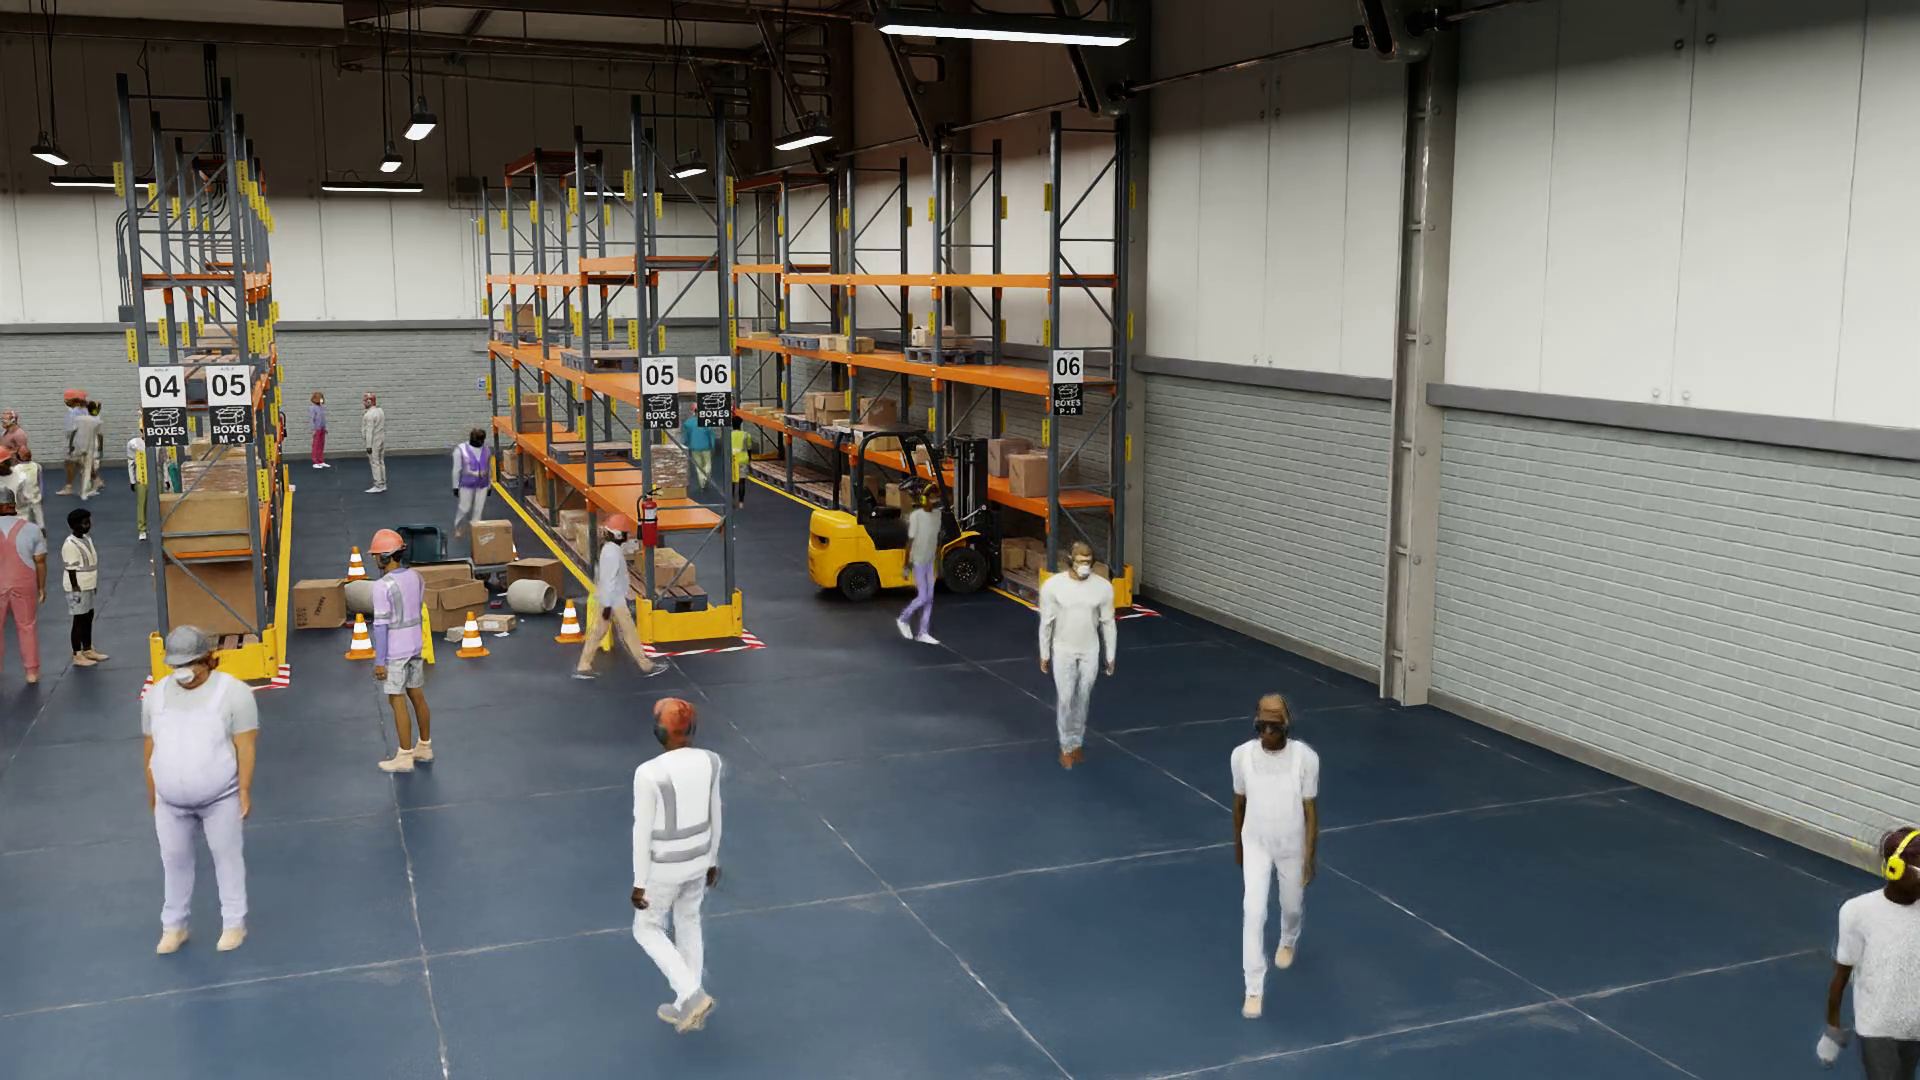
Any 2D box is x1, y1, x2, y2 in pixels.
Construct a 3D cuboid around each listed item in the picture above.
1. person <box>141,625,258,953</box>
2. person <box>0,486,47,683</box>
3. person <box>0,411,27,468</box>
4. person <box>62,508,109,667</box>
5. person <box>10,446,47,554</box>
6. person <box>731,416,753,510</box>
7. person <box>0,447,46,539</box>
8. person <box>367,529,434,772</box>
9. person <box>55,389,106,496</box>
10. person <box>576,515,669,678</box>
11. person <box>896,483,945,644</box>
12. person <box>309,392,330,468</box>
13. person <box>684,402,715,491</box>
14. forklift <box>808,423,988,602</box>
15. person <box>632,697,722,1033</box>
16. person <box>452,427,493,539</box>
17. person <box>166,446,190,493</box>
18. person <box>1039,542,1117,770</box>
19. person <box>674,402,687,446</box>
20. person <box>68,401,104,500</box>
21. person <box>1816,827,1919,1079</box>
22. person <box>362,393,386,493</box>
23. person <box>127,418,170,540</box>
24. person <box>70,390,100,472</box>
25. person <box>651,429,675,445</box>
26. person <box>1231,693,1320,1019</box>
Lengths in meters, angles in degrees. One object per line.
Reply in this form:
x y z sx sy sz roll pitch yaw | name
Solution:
-4.664 1.506 10.169 0.695 2.000 0.537 -1 9 -4 | person
-9.627 0.448 16.825 0.687 2.000 0.536 -6 11 -34 | person
-15.629 -1.177 27.459 0.647 1.913 0.409 8 12 41 | person
-9.302 0.500 17.611 0.319 1.690 0.540 -1 9 -8 | person
-13.712 -0.567 24.468 0.315 1.641 0.515 4 10 22 | person
-3.954 -1.384 29.552 0.544 1.659 0.848 -1 9 -6 | person
-11.893 -0.181 20.880 0.770 2.001 0.776 -3 9 -16 | person
-4.717 0.918 13.913 0.419 2.034 0.605 2 9 14 | person
-16.671 -1.857 31.414 0.846 2.020 0.643 -5 10 -28 | person
-3.521 0.585 17.047 0.935 1.695 0.565 -4 10 -22 | person
-0.417 0.264 18.643 0.493 1.843 0.518 7 12 39 | person
-13.798 -2.365 35.809 0.265 1.631 0.508 2 9 12 | person
-4.979 -1.779 31.891 0.587 1.713 0.407 0 9 3 | person
-0.830 -0.399 21.676 2.313 2.155 1.214 -4 10 -21 | forklift
-1.525 1.773 9.012 0.469 1.871 0.614 7 12 39 | person
-7.547 -0.842 25.724 0.665 1.806 0.566 -8 12 -41 | person
-13.499 -1.294 28.659 0.533 1.765 0.326 4 10 26 | person
1.005 0.968 13.925 0.652 1.916 0.692 -1 9 -9 | person
-6.384 -2.746 37.627 0.403 1.828 0.596 1 9 8 | person
-16.167 -1.670 30.879 0.605 1.816 0.721 0 9 0 | person
3.985 2.093 7.155 0.528 1.823 0.938 -1 9 -6 | person
-11.219 -1.853 31.778 0.399 1.899 0.635 0 9 1 | person
-12.722 -0.970 26.105 0.585 1.928 0.369 -7 11 -37 | person
-18.400 -2.285 34.983 0.573 1.738 0.355 -2 9 -11 | person
-5.801 -1.819 32.446 0.495 1.614 0.479 1 9 7 | person
1.798 1.726 9.514 0.506 1.817 0.861 2 9 15 | person
